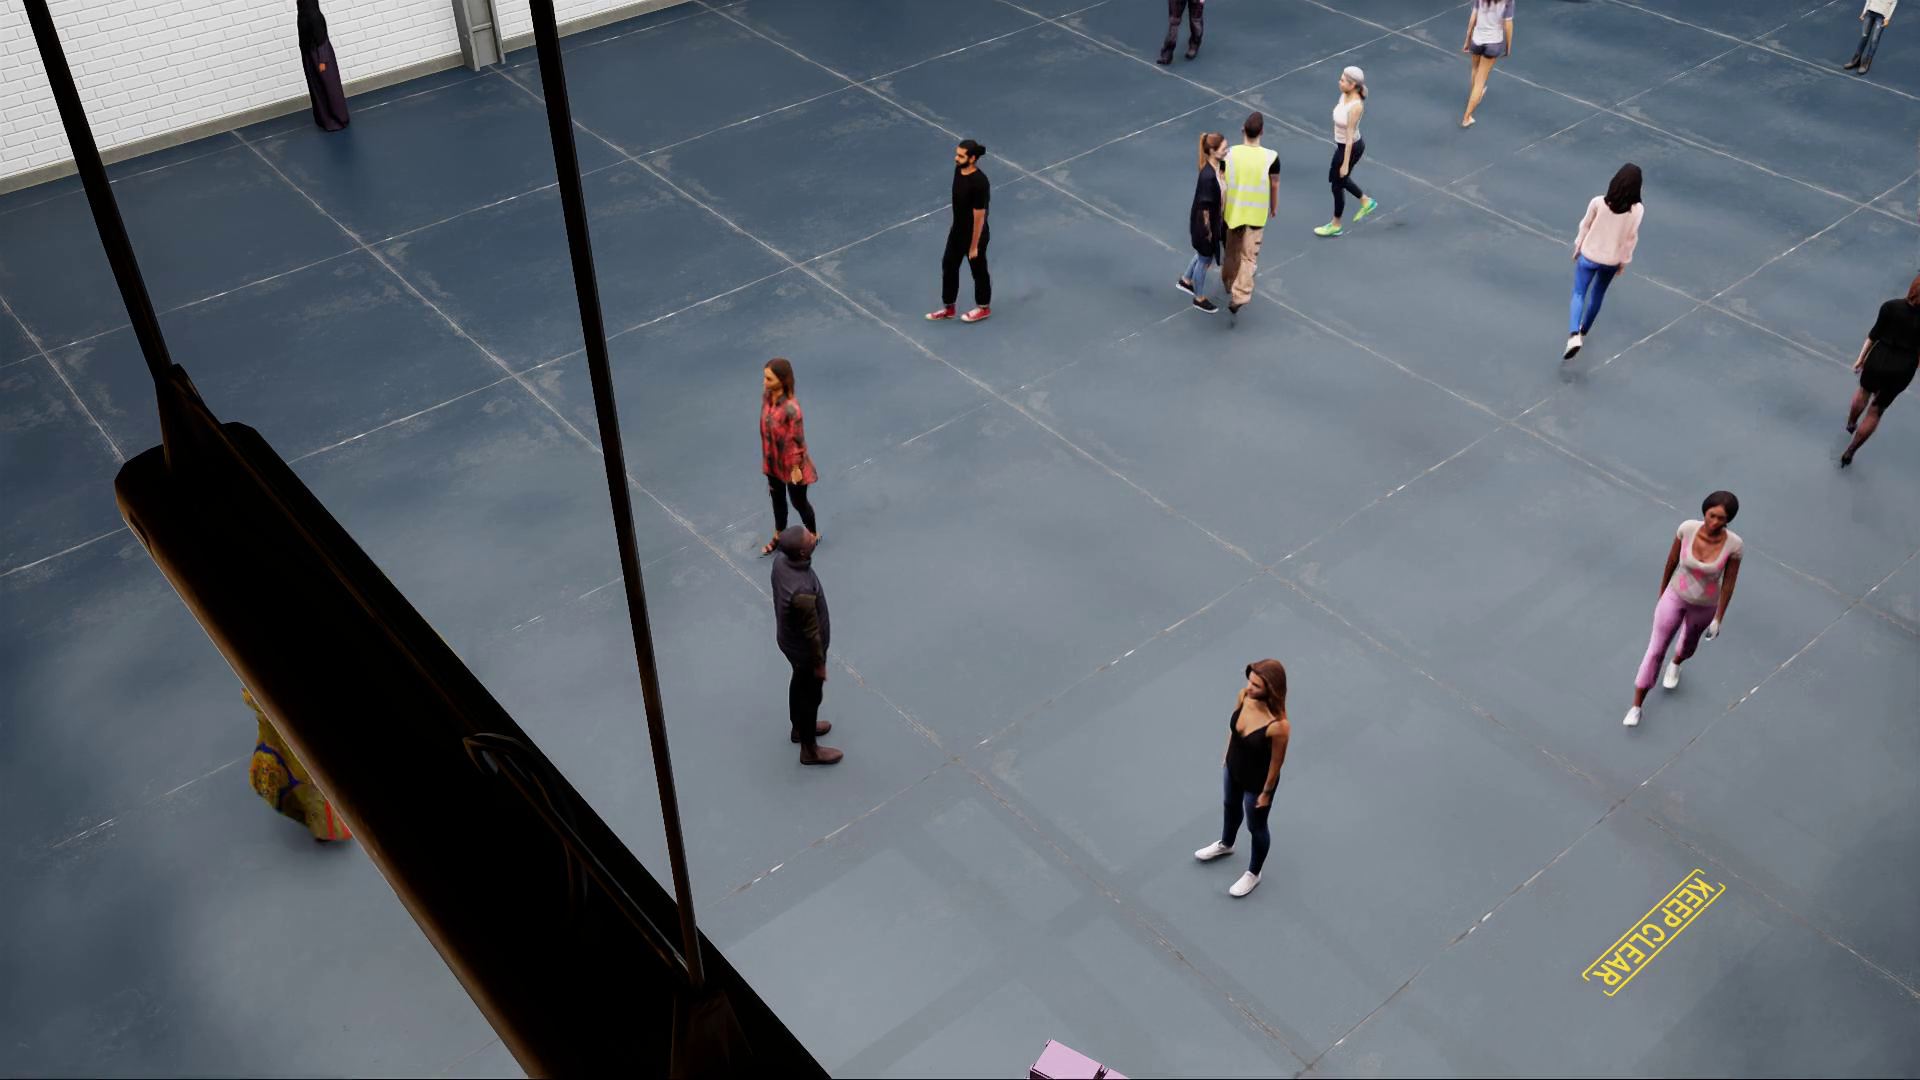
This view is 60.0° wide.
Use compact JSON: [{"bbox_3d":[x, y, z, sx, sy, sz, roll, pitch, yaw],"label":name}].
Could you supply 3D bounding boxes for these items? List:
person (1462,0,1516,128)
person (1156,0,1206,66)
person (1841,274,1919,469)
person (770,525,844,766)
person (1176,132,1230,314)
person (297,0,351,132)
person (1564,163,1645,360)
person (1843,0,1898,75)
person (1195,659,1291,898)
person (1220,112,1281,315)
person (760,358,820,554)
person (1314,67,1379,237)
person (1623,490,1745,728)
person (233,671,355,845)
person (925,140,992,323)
[{"bbox_3d":[5.606,-5.267,17.831,0.752,1.698,1.101,25,45,28],"label":"person"},{"bbox_3d":[2.680,-6.425,19.189,0.983,1.813,1.208,16,41,19],"label":"person"},{"bbox_3d":[7.158,-1.270,12.842,0.746,1.678,0.949,22,44,25],"label":"person"},{"bbox_3d":[-0.969,0.635,10.332,0.716,1.834,0.775,-11,40,-14],"label":"person"},{"bbox_3d":[2.172,-2.850,14.817,0.835,1.683,0.767,16,41,19],"label":"person"},{"bbox_3d":[-6.881,-5.220,17.839,0.609,1.614,0.613,-22,44,-26],"label":"person"},{"bbox_3d":[5.416,-2.327,14.109,0.947,1.750,1.116,14,41,16],"label":"person"},{"bbox_3d":[10.549,-6.034,19.100,0.483,1.314,0.476,-25,45,-28],"label":"person"},{"bbox_3d":[1.677,1.328,9.553,0.579,1.723,0.630,-20,43,-23],"label":"person"},{"bbox_3d":[2.516,-2.855,14.718,1.066,1.815,1.233,11,40,13],"label":"person"},{"bbox_3d":[-1.227,-0.589,11.969,0.607,1.704,0.607,-27,46,-30],"label":"person"},{"bbox_3d":[3.783,-3.693,15.871,0.981,1.685,0.897,-3,39,-4],"label":"person"},{"bbox_3d":[4.757,0.368,10.776,0.835,1.698,1.191,21,43,24],"label":"person"},{"bbox_3d":[-3.918,1.091,9.912,0.962,1.646,1.046,12,40,14],"label":"person"},{"bbox_3d":[0.159,-2.711,14.593,0.868,1.745,0.721,-21,43,-24],"label":"person"}]
